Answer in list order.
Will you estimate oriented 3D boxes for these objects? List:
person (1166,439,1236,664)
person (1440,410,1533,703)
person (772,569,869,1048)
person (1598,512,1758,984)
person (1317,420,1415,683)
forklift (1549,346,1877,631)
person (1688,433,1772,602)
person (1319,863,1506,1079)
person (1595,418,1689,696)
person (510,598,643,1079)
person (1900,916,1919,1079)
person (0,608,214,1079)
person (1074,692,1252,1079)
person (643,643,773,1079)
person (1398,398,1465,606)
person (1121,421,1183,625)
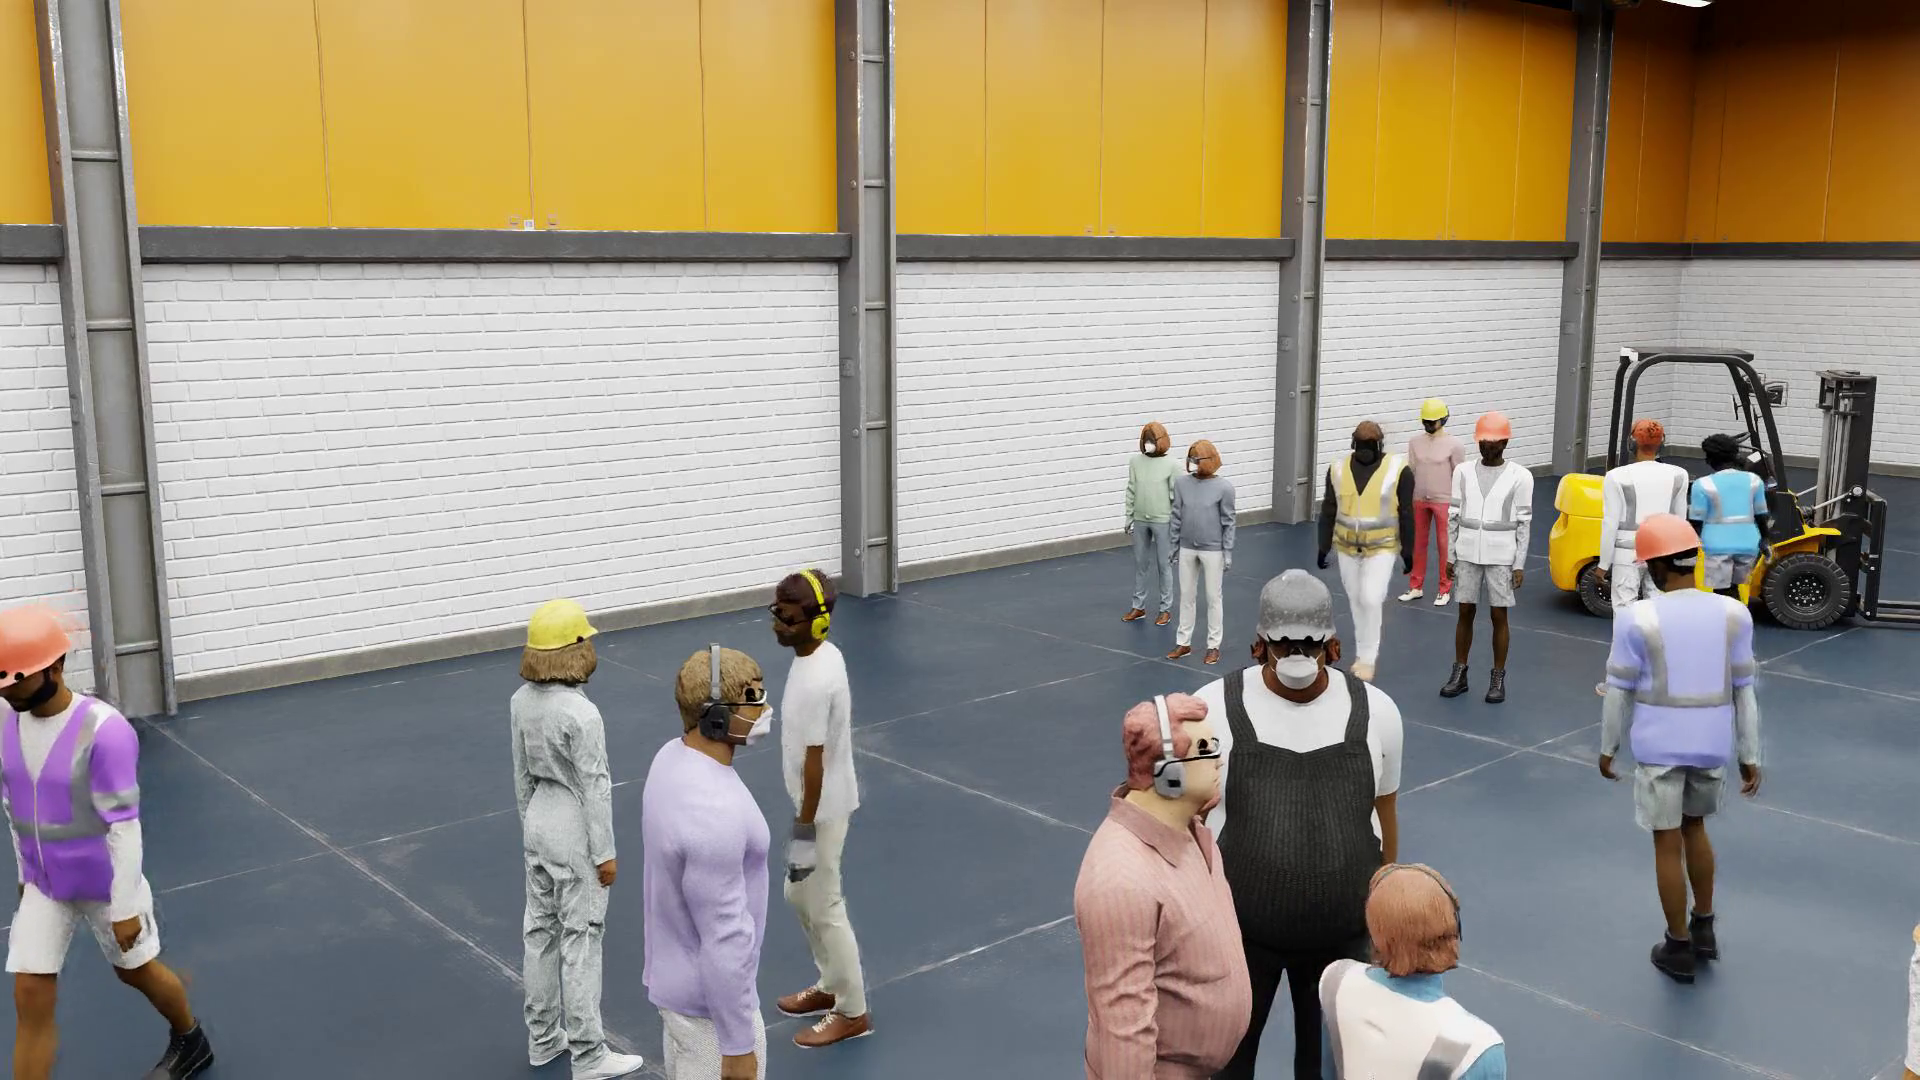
[{"bbox_3d":[1.747,0.081,12.055,0.499,1.632,0.285,7,12,34],"label":"person"},{"bbox_3d":[3.478,0.108,11.005,0.542,1.939,0.356,6,12,33],"label":"person"},{"bbox_3d":[-0.513,0.997,6.108,0.387,1.837,0.561,-2,10,-9],"label":"person"},{"bbox_3d":[2.920,0.837,6.818,0.585,1.906,0.542,0,10,0],"label":"person"},{"bbox_3d":[2.787,0.077,11.551,0.668,1.807,0.689,6,12,33],"label":"person"},{"bbox_3d":[6.109,-0.478,13.691,2.313,2.155,1.214,3,10,16],"label":"forklift"},{"bbox_3d":[5.539,0.062,12.052,0.599,1.659,0.565,-1,10,-5],"label":"person"},{"bbox_3d":[1.084,1.502,3.812,0.725,1.600,0.532,-7,12,-36],"label":"person"},{"bbox_3d":[4.493,0.137,11.004,0.573,1.883,0.356,-1,10,-5],"label":"person"},{"bbox_3d":[-1.398,1.068,5.954,0.486,1.746,0.289,8,13,39],"label":"person"},{"bbox_3d":[2.573,1.298,4.027,0.347,1.942,0.548,-9,13,-42],"label":"person"},{"bbox_3d":[-2.905,1.096,5.488,0.589,1.865,1.006,2,10,14],"label":"person"},{"bbox_3d":[0.502,1.308,4.063,0.407,1.913,0.641,3,10,17],"label":"person"},{"bbox_3d":[-0.668,1.227,4.462,0.349,1.935,0.635,-4,10,-20],"label":"person"},{"bbox_3d":[3.981,-0.318,14.036,0.529,1.757,0.338,9,13,43],"label":"person"},{"bbox_3d":[1.542,-0.137,13.331,0.497,1.633,0.286,7,12,34],"label":"person"}]
